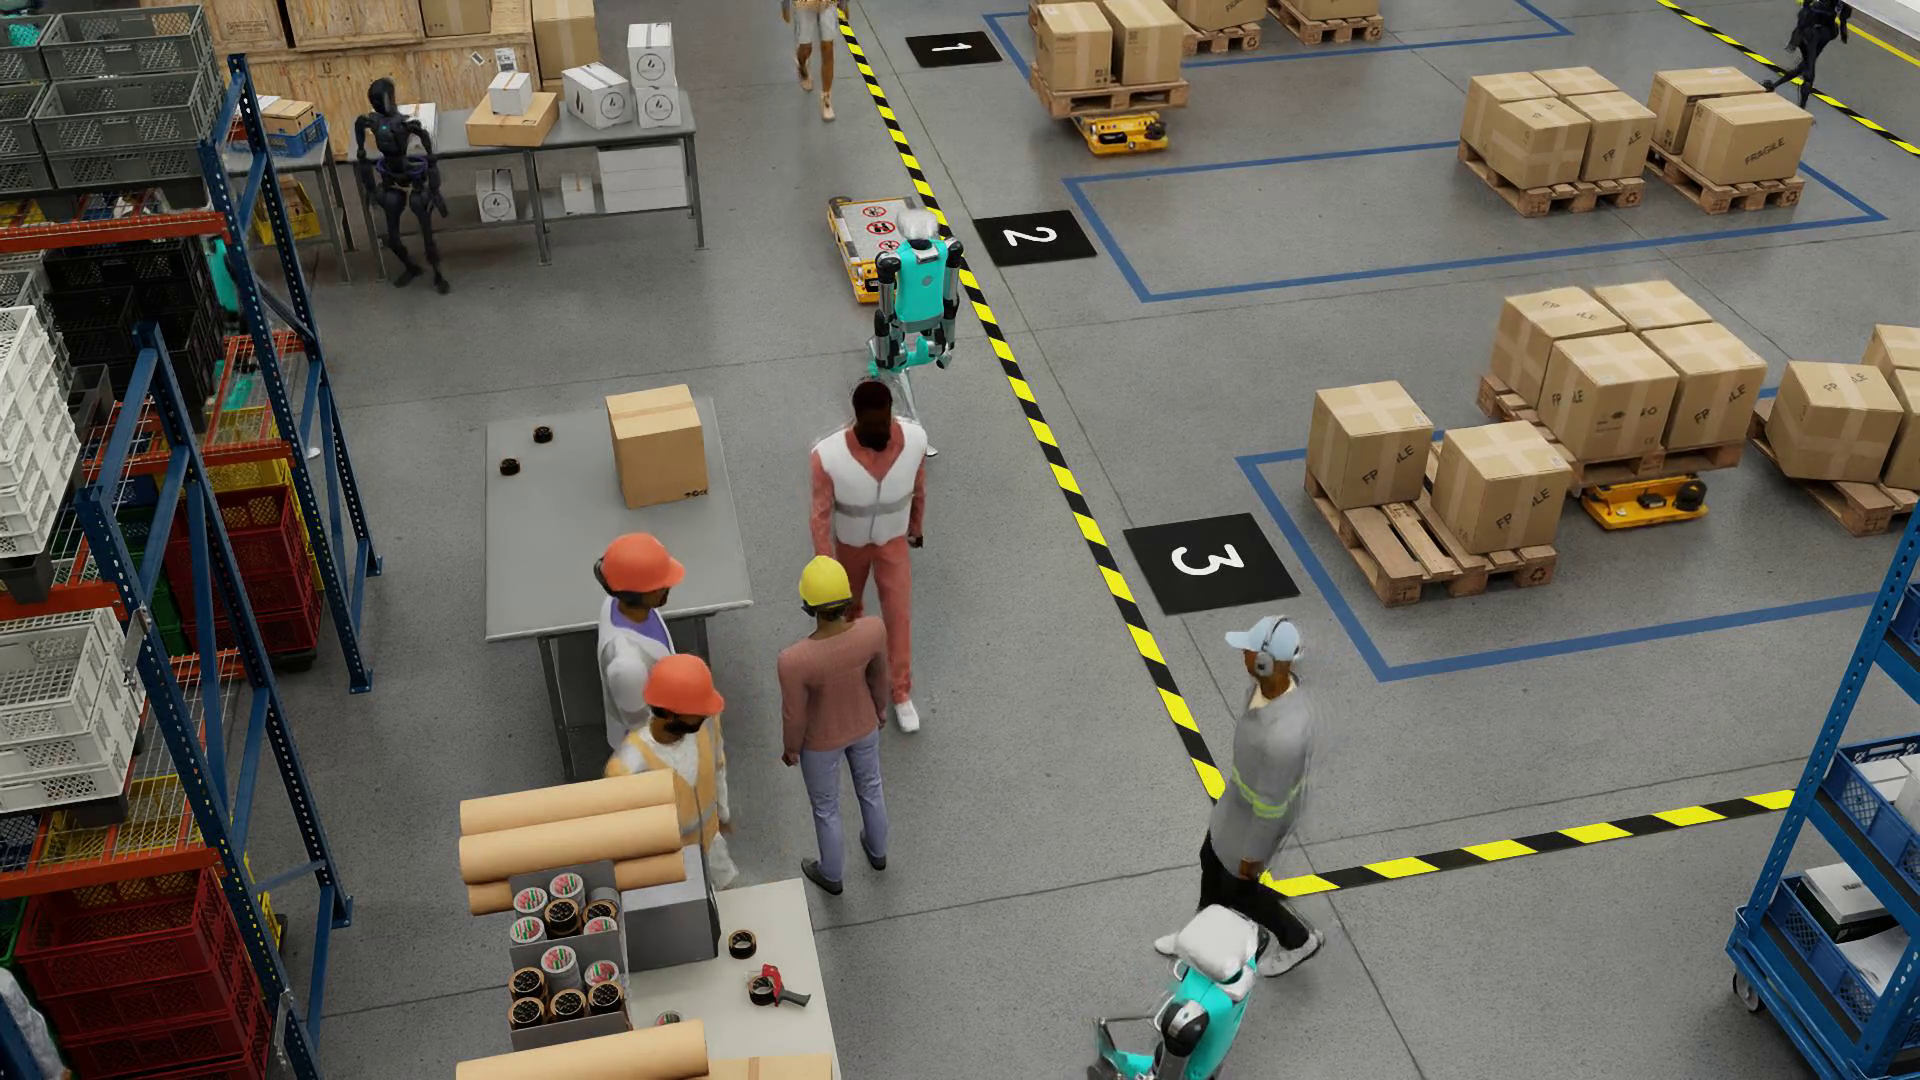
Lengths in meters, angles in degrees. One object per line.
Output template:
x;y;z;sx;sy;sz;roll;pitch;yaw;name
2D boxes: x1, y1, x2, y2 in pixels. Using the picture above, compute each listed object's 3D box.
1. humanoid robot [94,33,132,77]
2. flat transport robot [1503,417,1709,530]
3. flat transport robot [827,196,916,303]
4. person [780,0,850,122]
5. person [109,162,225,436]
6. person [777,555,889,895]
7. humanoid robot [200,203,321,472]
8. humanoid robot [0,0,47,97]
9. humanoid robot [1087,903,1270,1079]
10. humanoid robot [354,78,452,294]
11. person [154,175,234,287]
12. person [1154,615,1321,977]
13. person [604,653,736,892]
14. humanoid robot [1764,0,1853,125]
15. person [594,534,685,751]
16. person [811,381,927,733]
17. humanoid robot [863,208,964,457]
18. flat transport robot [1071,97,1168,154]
-6.075;-2.949;12.334;0.335;1.644;0.593;-8;37;-10;humanoid robot
3.954;-0.579;10.309;0.652;0.197;1.431;-8;37;-10;flat transport robot
-0.570;-2.220;12.538;0.659;0.231;1.431;-8;37;-10;flat transport robot
-1.260;-4.687;14.389;0.605;2.026;0.671;-8;37;-10;person
-4.916;-1.495;10.254;0.338;1.839;0.507;-30;46;-34;person
-0.546;0.807;7.214;0.532;1.766;0.324;-22;42;-27;person
-4.419;-1.094;9.812;0.891;1.784;0.556;-20;41;-25;humanoid robot
-6.771;-3.338;12.836;0.961;1.755;0.573;3;37;4;humanoid robot
0.627;1.880;5.880;0.734;1.886;0.543;24;43;28;humanoid robot
-3.916;-2.485;11.724;0.609;1.641;0.415;3;37;4;humanoid robot
-4.965;-1.958;10.871;0.477;1.829;0.636;6;37;8;person
1.177;1.082;6.798;0.582;1.817;0.607;-1;37;-2;person
-1.113;1.215;6.541;0.417;1.925;0.621;26;44;30;person
7.444;-4.513;14.483;0.613;1.649;0.735;-14;39;-18;humanoid robot
-1.280;0.806;6.995;0.410;2.037;0.606;-5;37;-6;person
-0.450;-0.026;8.259;0.608;1.858;0.989;-9;38;-12;person
-0.349;-1.252;9.897;0.533;1.673;0.735;-18;40;-23;humanoid robot
1.299;-3.792;14.627;0.652;0.197;1.431;-8;37;-10;flat transport robot
